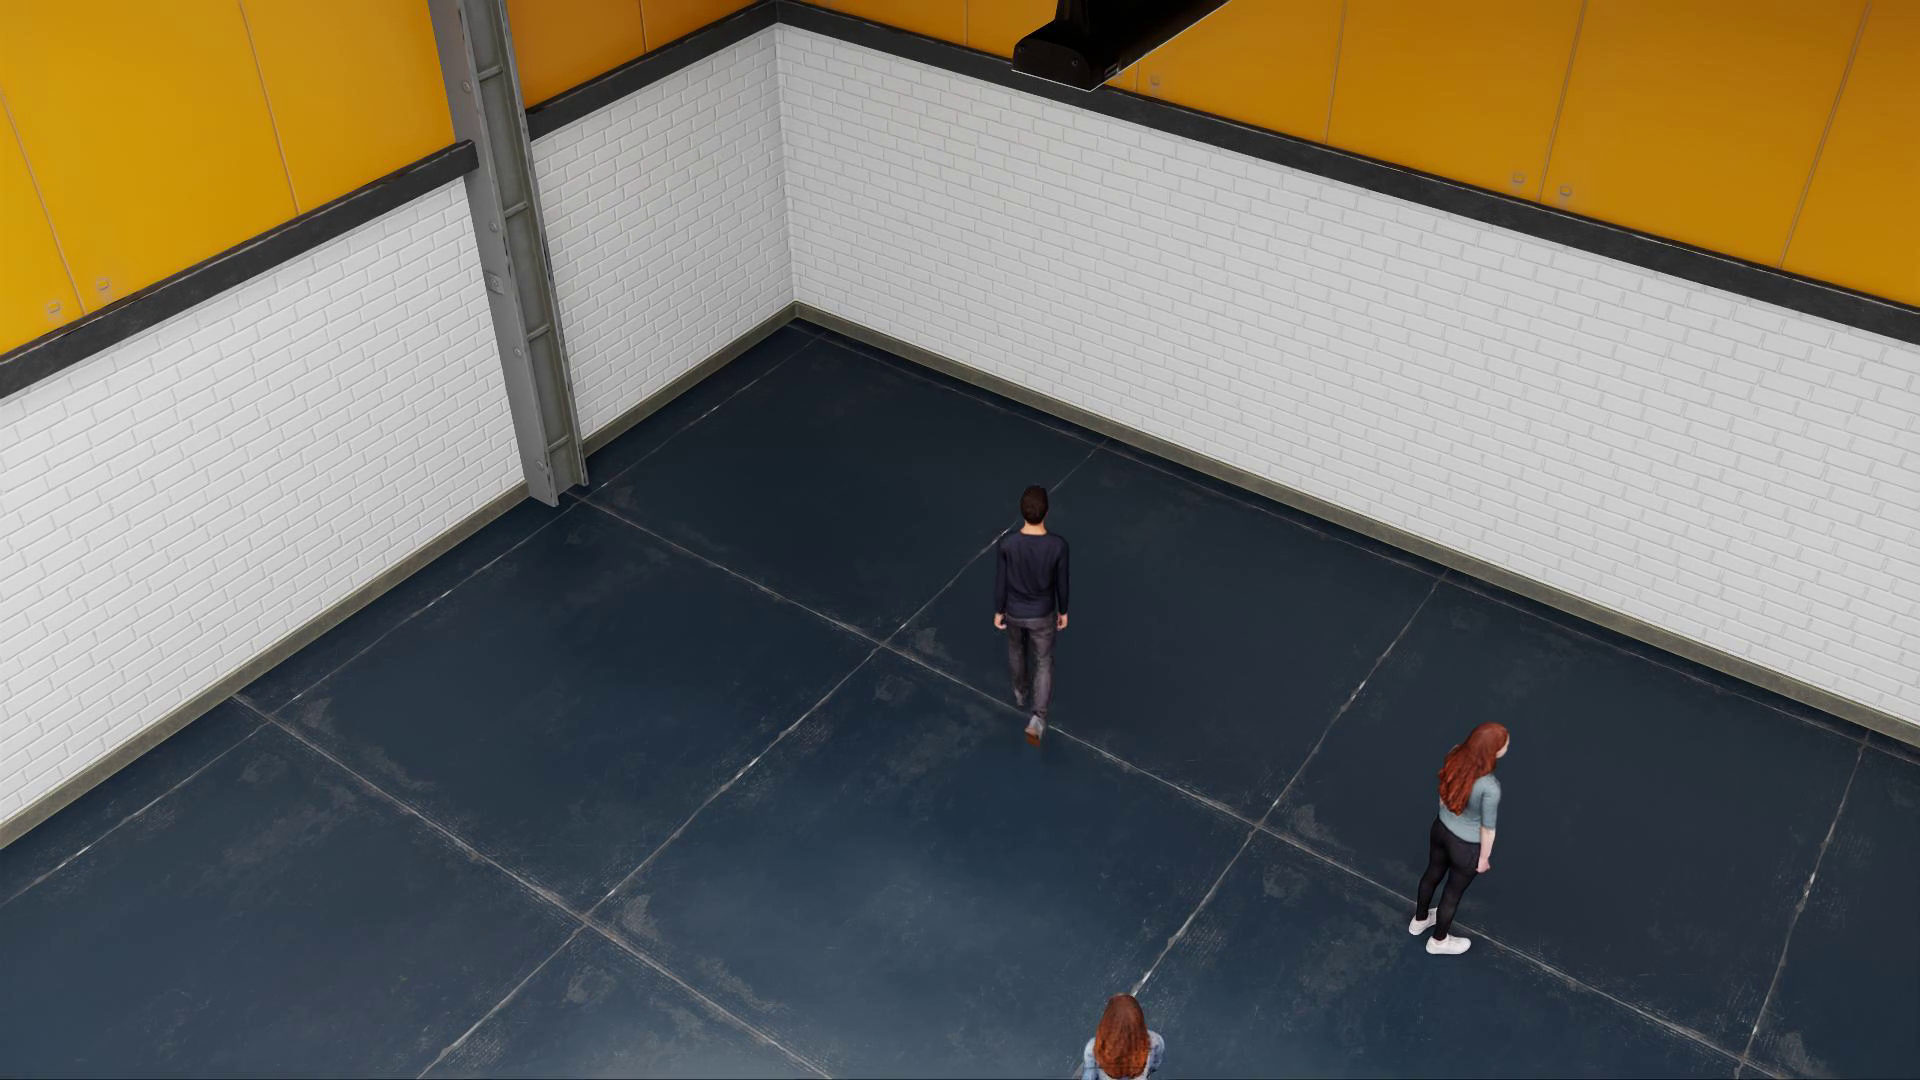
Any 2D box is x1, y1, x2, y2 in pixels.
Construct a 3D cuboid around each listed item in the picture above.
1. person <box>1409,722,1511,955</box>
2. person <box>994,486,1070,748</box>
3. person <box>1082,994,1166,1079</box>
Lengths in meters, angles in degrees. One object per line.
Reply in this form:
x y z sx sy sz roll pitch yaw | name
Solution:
2.819 1.675 9.385 0.701 1.742 0.676 -14 41 -16 | person
0.447 0.524 10.743 0.997 1.846 1.197 3 39 3 | person
0.801 2.804 8.206 0.897 1.449 1.014 -1 39 -1 | person
